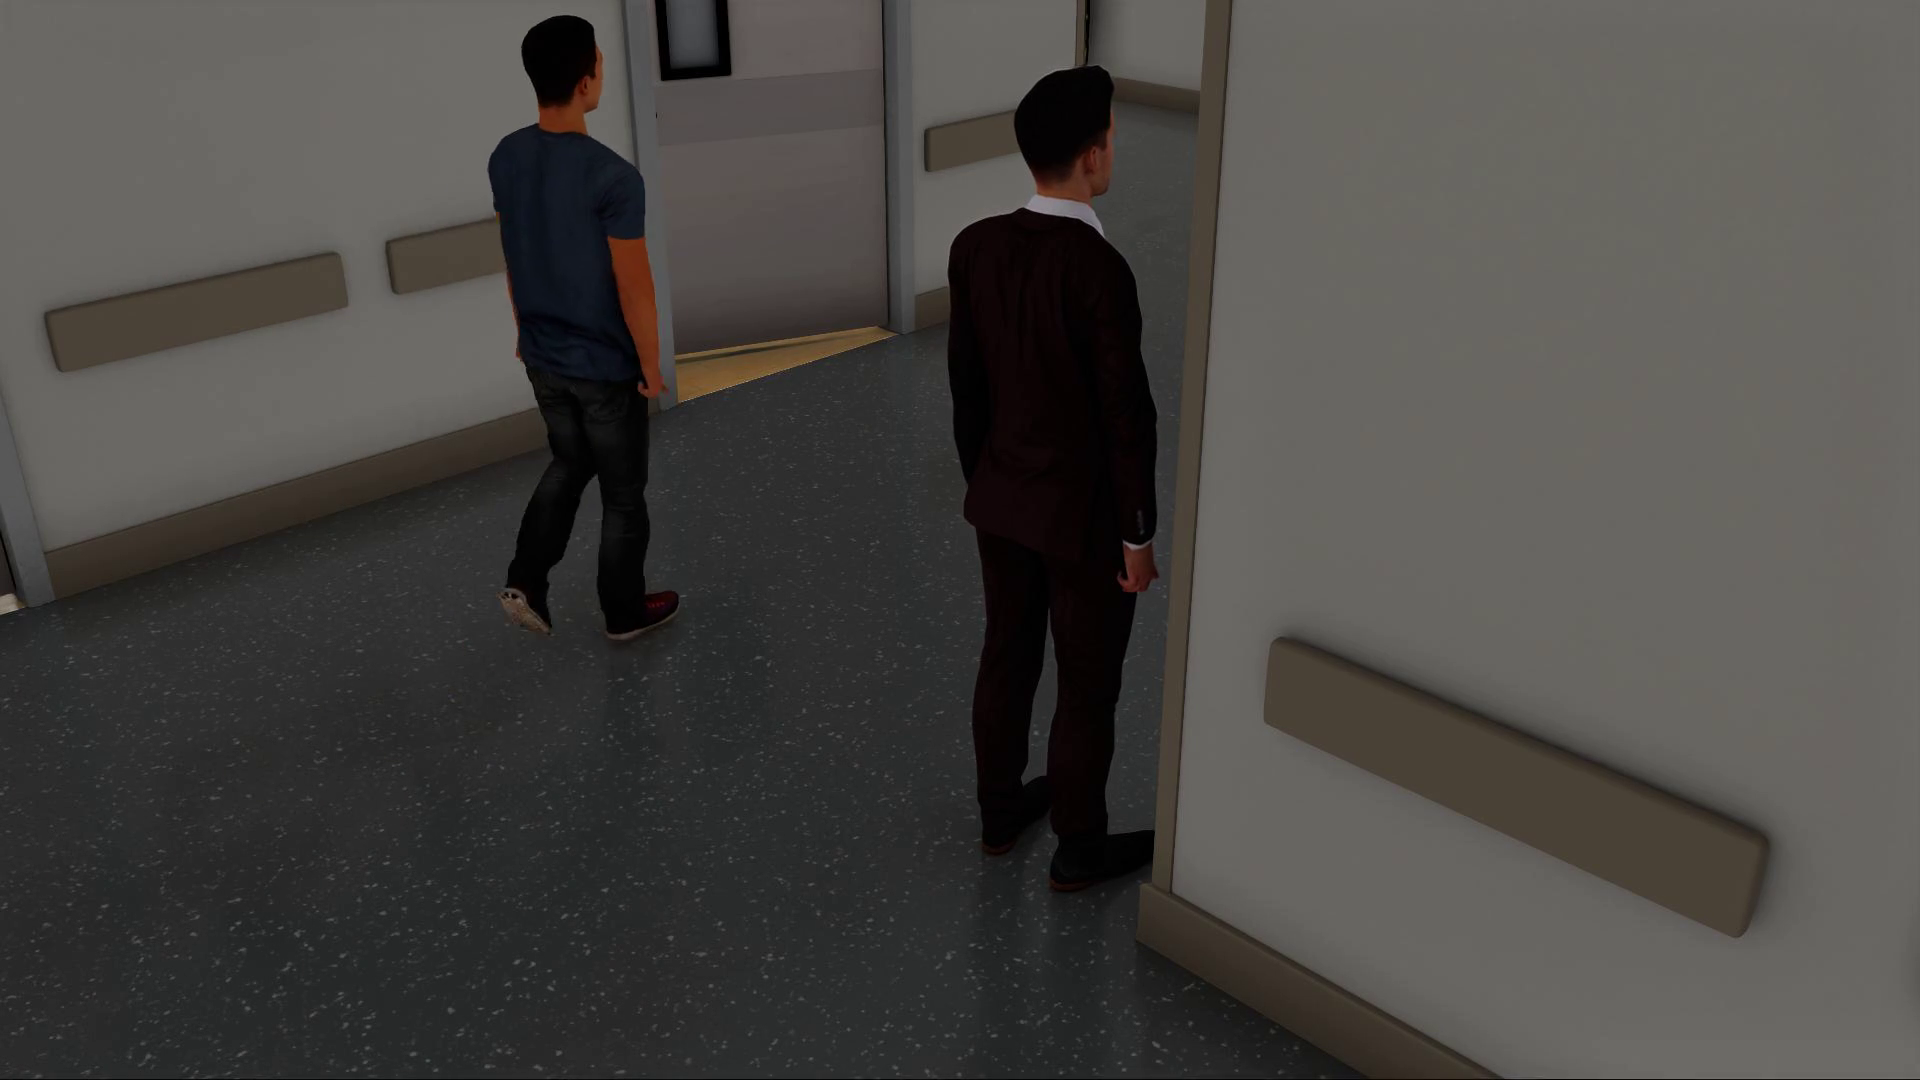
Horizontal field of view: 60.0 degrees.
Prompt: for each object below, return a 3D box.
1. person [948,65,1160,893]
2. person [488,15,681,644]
[{"bbox_3d":[0.210,-0.079,3.641,0.676,1.866,0.585,22,33,38],"label":"person"},{"bbox_3d":[-1.093,-0.490,4.572,0.794,1.796,0.913,13,29,26],"label":"person"}]
